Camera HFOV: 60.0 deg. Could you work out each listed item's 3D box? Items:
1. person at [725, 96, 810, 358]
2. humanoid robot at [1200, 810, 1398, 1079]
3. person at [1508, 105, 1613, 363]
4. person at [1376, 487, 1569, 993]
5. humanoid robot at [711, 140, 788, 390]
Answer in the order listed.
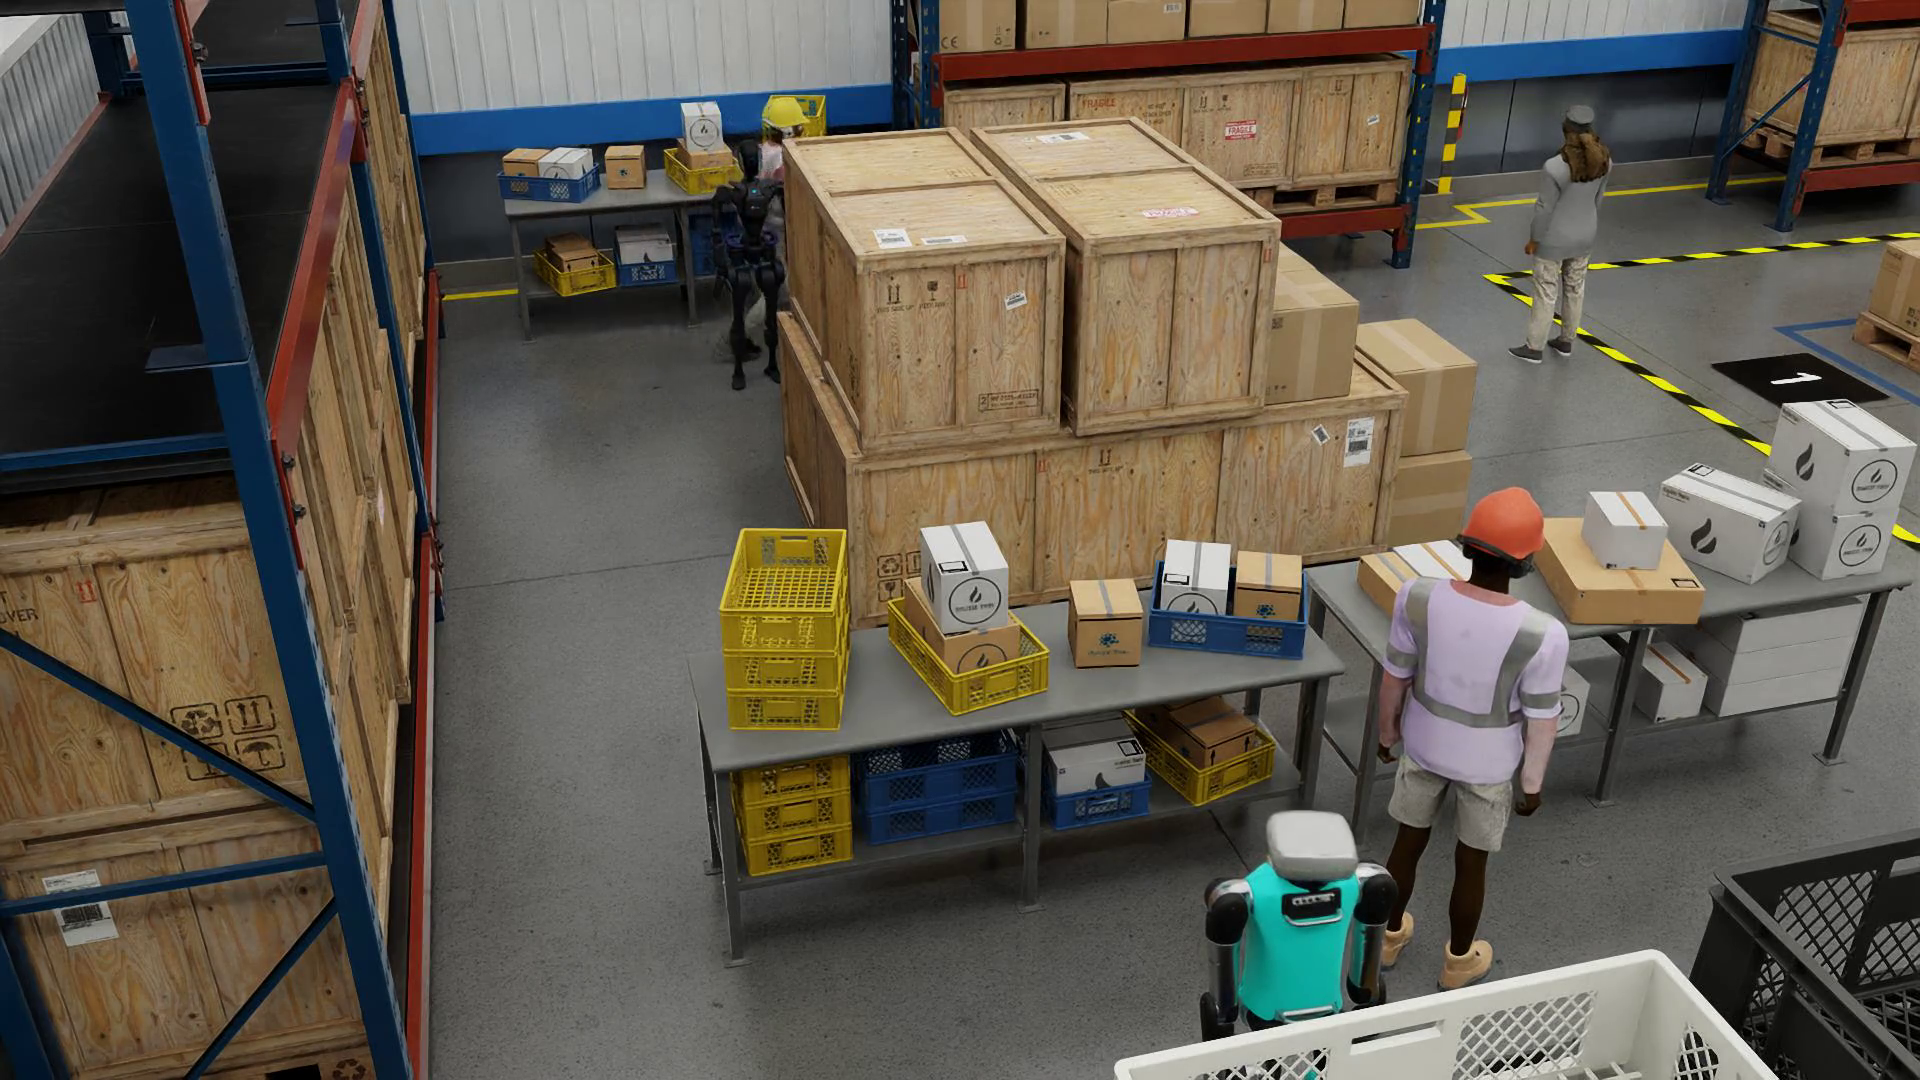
[{"bbox_3d":[-1.221,-2.121,11.379,0.830,1.799,0.589,-6,29,-11],"label":"person"},{"bbox_3d":[0.968,1.604,4.581,0.531,1.691,0.731,-5,29,-9],"label":"humanoid robot"},{"bbox_3d":[4.107,-2.065,11.314,0.561,1.763,0.401,-12,31,-21],"label":"person"},{"bbox_3d":[1.797,0.736,5.944,0.614,2.041,0.375,18,34,29],"label":"person"},{"bbox_3d":[-1.340,-1.808,10.922,0.599,1.657,0.315,-10,30,-17],"label":"humanoid robot"}]
